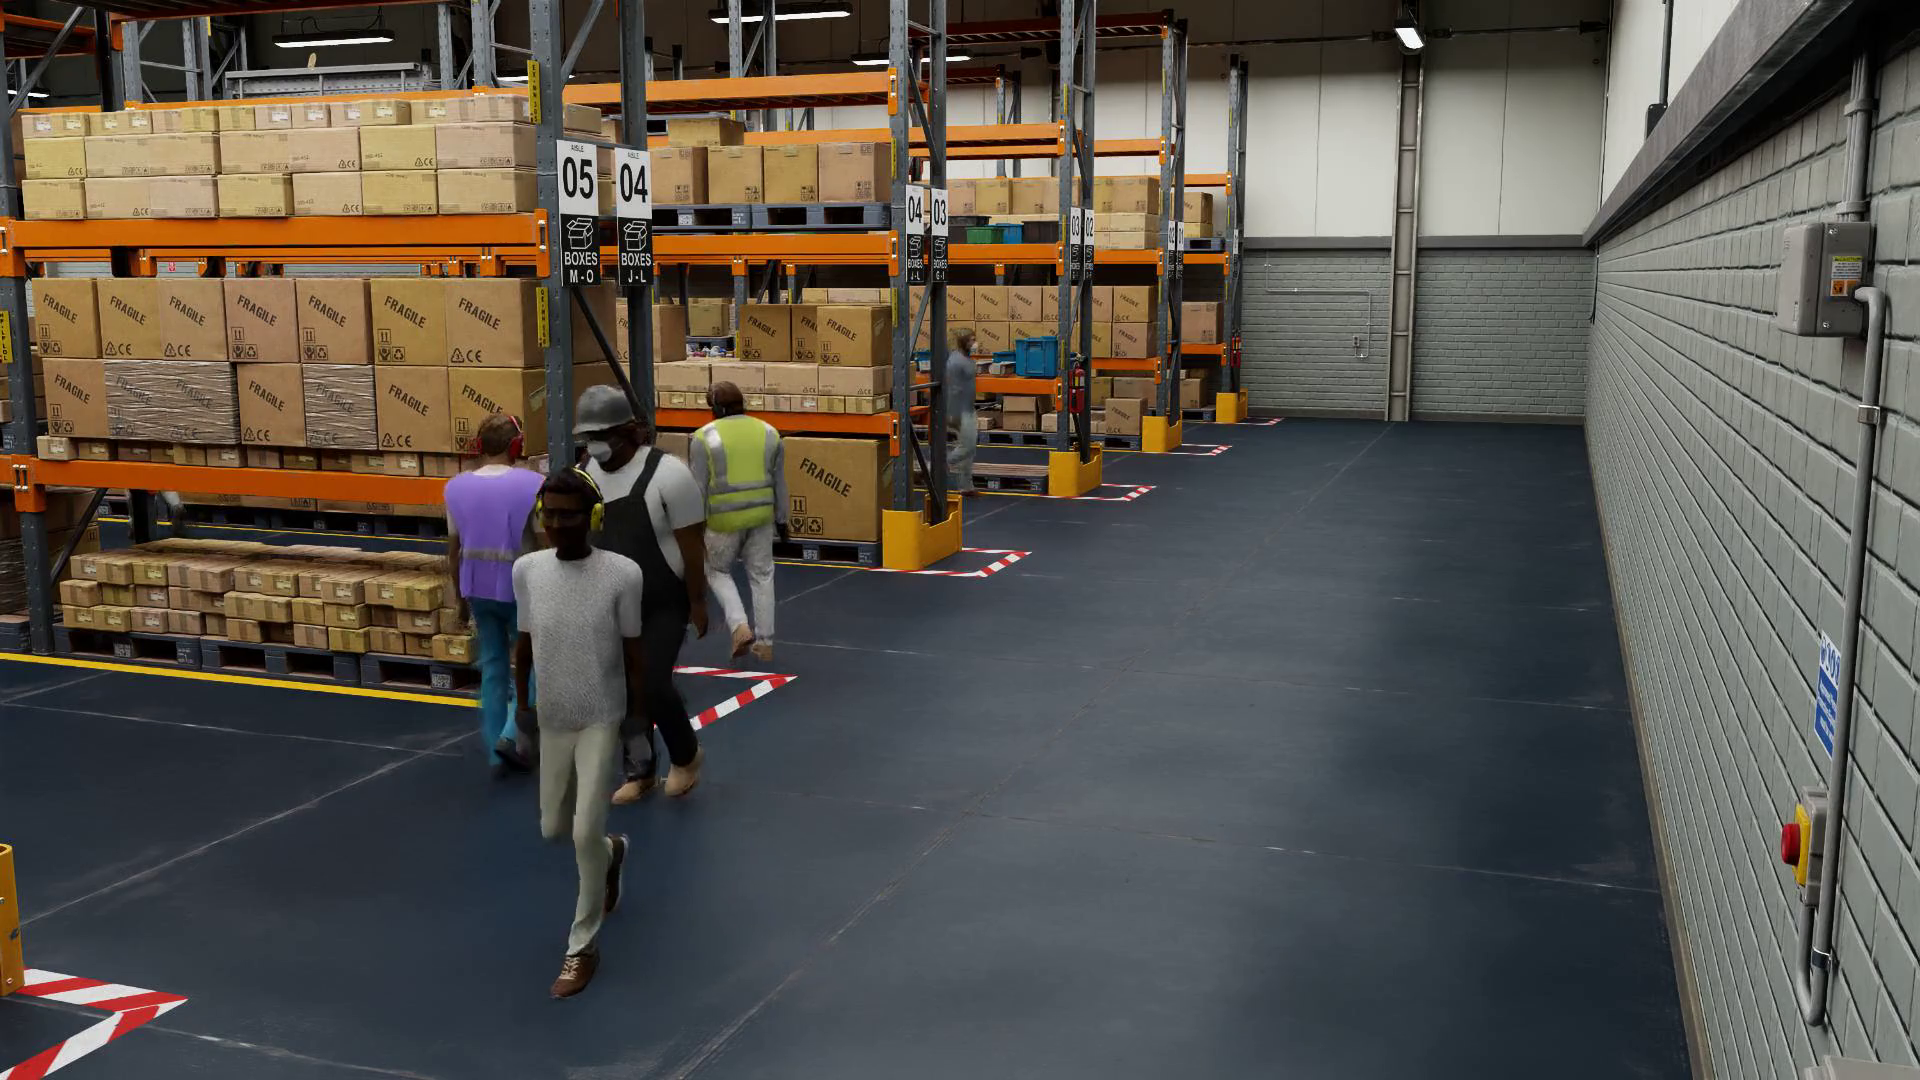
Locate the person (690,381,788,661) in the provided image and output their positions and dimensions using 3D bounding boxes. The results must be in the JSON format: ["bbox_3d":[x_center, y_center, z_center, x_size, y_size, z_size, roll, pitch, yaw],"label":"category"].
[{"bbox_3d":[-1.419,-0.111,10.715,0.711,1.814,0.439,-6,11,-31],"label":"person"}]

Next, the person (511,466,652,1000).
[{"bbox_3d":[-1.336,0.635,5.987,0.523,1.847,0.743,2,9,12],"label":"person"}]

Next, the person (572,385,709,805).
[{"bbox_3d":[-1.536,0.257,7.718,0.708,2.000,0.555,4,10,23],"label":"person"}]

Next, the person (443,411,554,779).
[{"bbox_3d":[-2.241,0.283,8.193,0.582,1.827,0.448,2,9,12],"label":"person"}]

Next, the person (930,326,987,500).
[{"bbox_3d":[0.009,-1.393,18.358,0.536,1.928,0.646,3,10,18],"label":"person"}]

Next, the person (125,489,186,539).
[{"bbox_3d":[-7.594,-0.920,15.493,0.764,1.919,0.650,6,11,33],"label":"person"}]
